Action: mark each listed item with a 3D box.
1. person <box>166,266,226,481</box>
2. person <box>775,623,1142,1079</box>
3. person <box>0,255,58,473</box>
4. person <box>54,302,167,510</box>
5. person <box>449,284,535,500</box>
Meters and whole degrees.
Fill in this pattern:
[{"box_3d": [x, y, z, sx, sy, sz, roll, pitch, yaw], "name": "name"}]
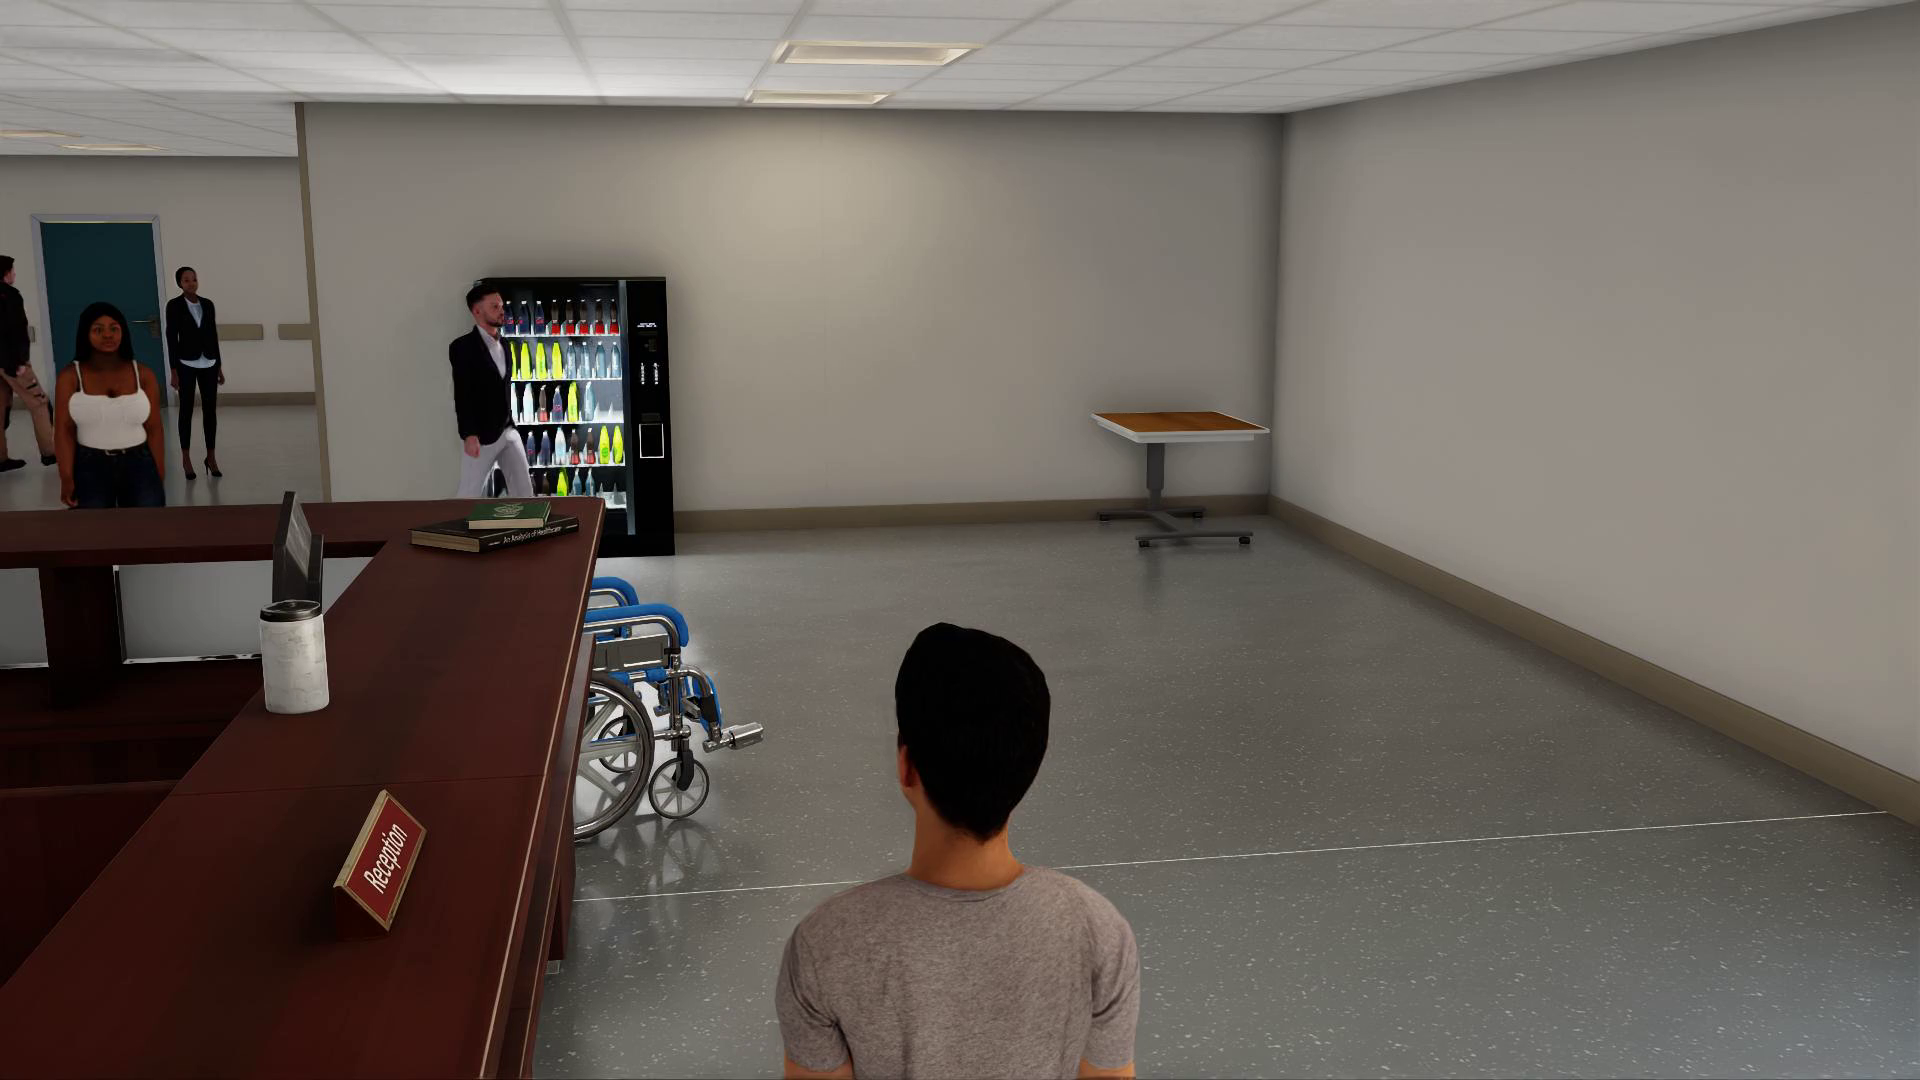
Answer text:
[{"box_3d": [-6.650, -1.457, 14.482, 0.749, 1.834, 0.663, 9, 14, 41], "name": "person"}, {"box_3d": [-0.001, 0.943, 2.129, 0.490, 1.725, 0.687, -1, 11, -4], "name": "person"}, {"box_3d": [-8.523, -1.541, 14.742, 1.052, 1.903, 1.021, 3, 11, 16], "name": "person"}, {"box_3d": [-4.335, -0.302, 8.471, 0.691, 1.806, 0.807, -6, 12, -29], "name": "person"}, {"box_3d": [-2.949, -0.608, 10.124, 1.293, 1.791, 1.140, 5, 12, 25], "name": "person"}]
